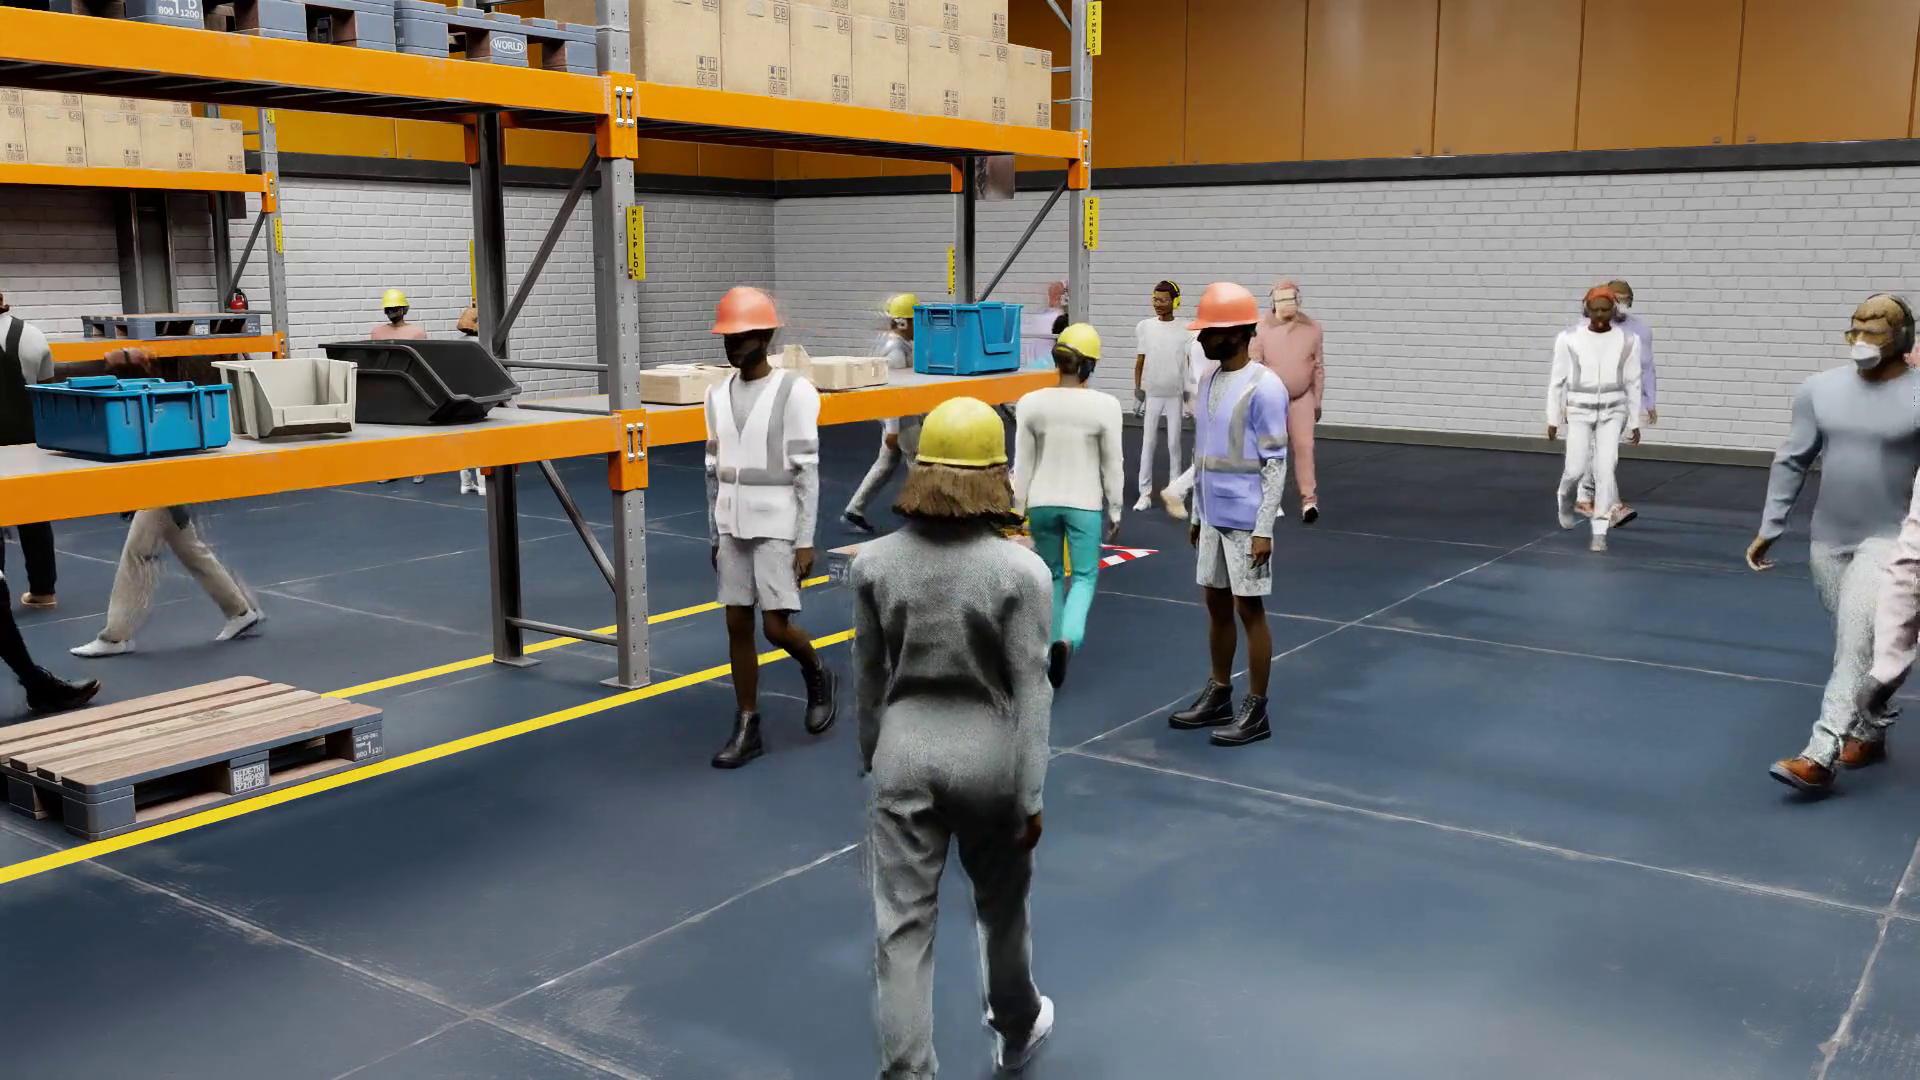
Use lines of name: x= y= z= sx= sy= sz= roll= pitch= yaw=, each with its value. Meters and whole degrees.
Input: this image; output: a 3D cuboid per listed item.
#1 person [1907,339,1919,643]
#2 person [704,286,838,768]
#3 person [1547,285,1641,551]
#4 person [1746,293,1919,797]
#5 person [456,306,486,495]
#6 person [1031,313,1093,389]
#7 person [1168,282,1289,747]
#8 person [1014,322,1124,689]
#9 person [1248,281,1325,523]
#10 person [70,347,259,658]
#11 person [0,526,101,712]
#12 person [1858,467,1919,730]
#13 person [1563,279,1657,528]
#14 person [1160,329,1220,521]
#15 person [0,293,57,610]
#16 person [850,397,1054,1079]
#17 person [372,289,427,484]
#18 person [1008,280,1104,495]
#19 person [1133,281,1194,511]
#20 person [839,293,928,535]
person: x=5.281 y=-0.449 z=8.845 sx=0.611 sy=1.997 sz=0.375 roll=-3 pitch=10 yaw=-20
person: x=-0.789 y=-0.057 z=6.721 sx=0.557 sy=1.927 sz=0.580 roll=5 pitch=11 yaw=29
person: x=4.487 y=-0.878 z=11.801 sx=0.614 sy=1.863 sz=0.648 roll=2 pitch=10 yaw=13
person: x=3.399 y=0.019 z=6.362 sx=1.007 sy=1.891 sz=0.651 roll=-6 pitch=11 yaw=-30
person: x=-4.201 y=-1.204 z=14.420 sx=0.502 sy=1.633 sz=0.279 roll=7 pitch=12 yaw=36
person: x=0.763 y=-0.793 z=11.906 sx=0.543 sy=1.640 sz=0.893 roll=-8 pitch=12 yaw=-40
person: x=1.124 y=-0.104 z=6.973 sx=0.375 sy=1.934 sz=0.548 roll=-4 pitch=11 yaw=-25
person: x=0.490 y=-0.147 z=7.828 sx=0.535 sy=1.743 sz=0.668 roll=3 pitch=10 yaw=17
person: x=2.521 y=-1.054 z=12.836 sx=0.657 sy=1.859 sz=0.961 roll=0 pitch=10 yaw=1
person: x=-4.137 y=-0.205 z=8.644 sx=0.907 sy=1.594 sz=0.532 roll=-6 pitch=11 yaw=-31
person: x=-4.428 y=-0.120 z=7.217 sx=1.046 sy=1.906 sz=0.626 roll=-7 pitch=12 yaw=-38
person: x=2.826 y=0.367 z=4.414 sx=0.994 sy=1.865 sz=0.641 roll=-7 pitch=12 yaw=-36
person: x=5.016 y=-1.050 z=12.781 sx=0.642 sy=1.873 sz=1.059 roll=-2 pitch=10 yaw=-10
person: x=1.903 y=-0.980 z=12.569 sx=0.637 sy=1.820 sz=0.642 roll=4 pitch=10 yaw=24
person: x=-5.519 y=-0.568 z=9.423 sx=0.536 sy=2.000 sz=0.684 roll=5 pitch=11 yaw=27
person: x=0.003 y=0.519 z=3.912 sx=0.507 sy=1.705 sz=0.834 roll=3 pitch=10 yaw=17
person: x=-5.075 y=-1.383 z=15.090 sx=0.526 sy=1.769 sz=0.329 roll=1 pitch=10 yaw=3
person: x=0.778 y=-1.263 z=14.089 sx=0.942 sy=1.869 sz=0.647 roll=-2 pitch=10 yaw=-14
person: x=1.656 y=-1.155 z=13.446 sx=0.512 sy=1.866 sz=0.330 roll=2 pitch=10 yaw=12
person: x=-0.468 y=-0.901 z=12.156 sx=0.901 sy=1.800 sz=0.590 roll=-1 pitch=10 yaw=-4
